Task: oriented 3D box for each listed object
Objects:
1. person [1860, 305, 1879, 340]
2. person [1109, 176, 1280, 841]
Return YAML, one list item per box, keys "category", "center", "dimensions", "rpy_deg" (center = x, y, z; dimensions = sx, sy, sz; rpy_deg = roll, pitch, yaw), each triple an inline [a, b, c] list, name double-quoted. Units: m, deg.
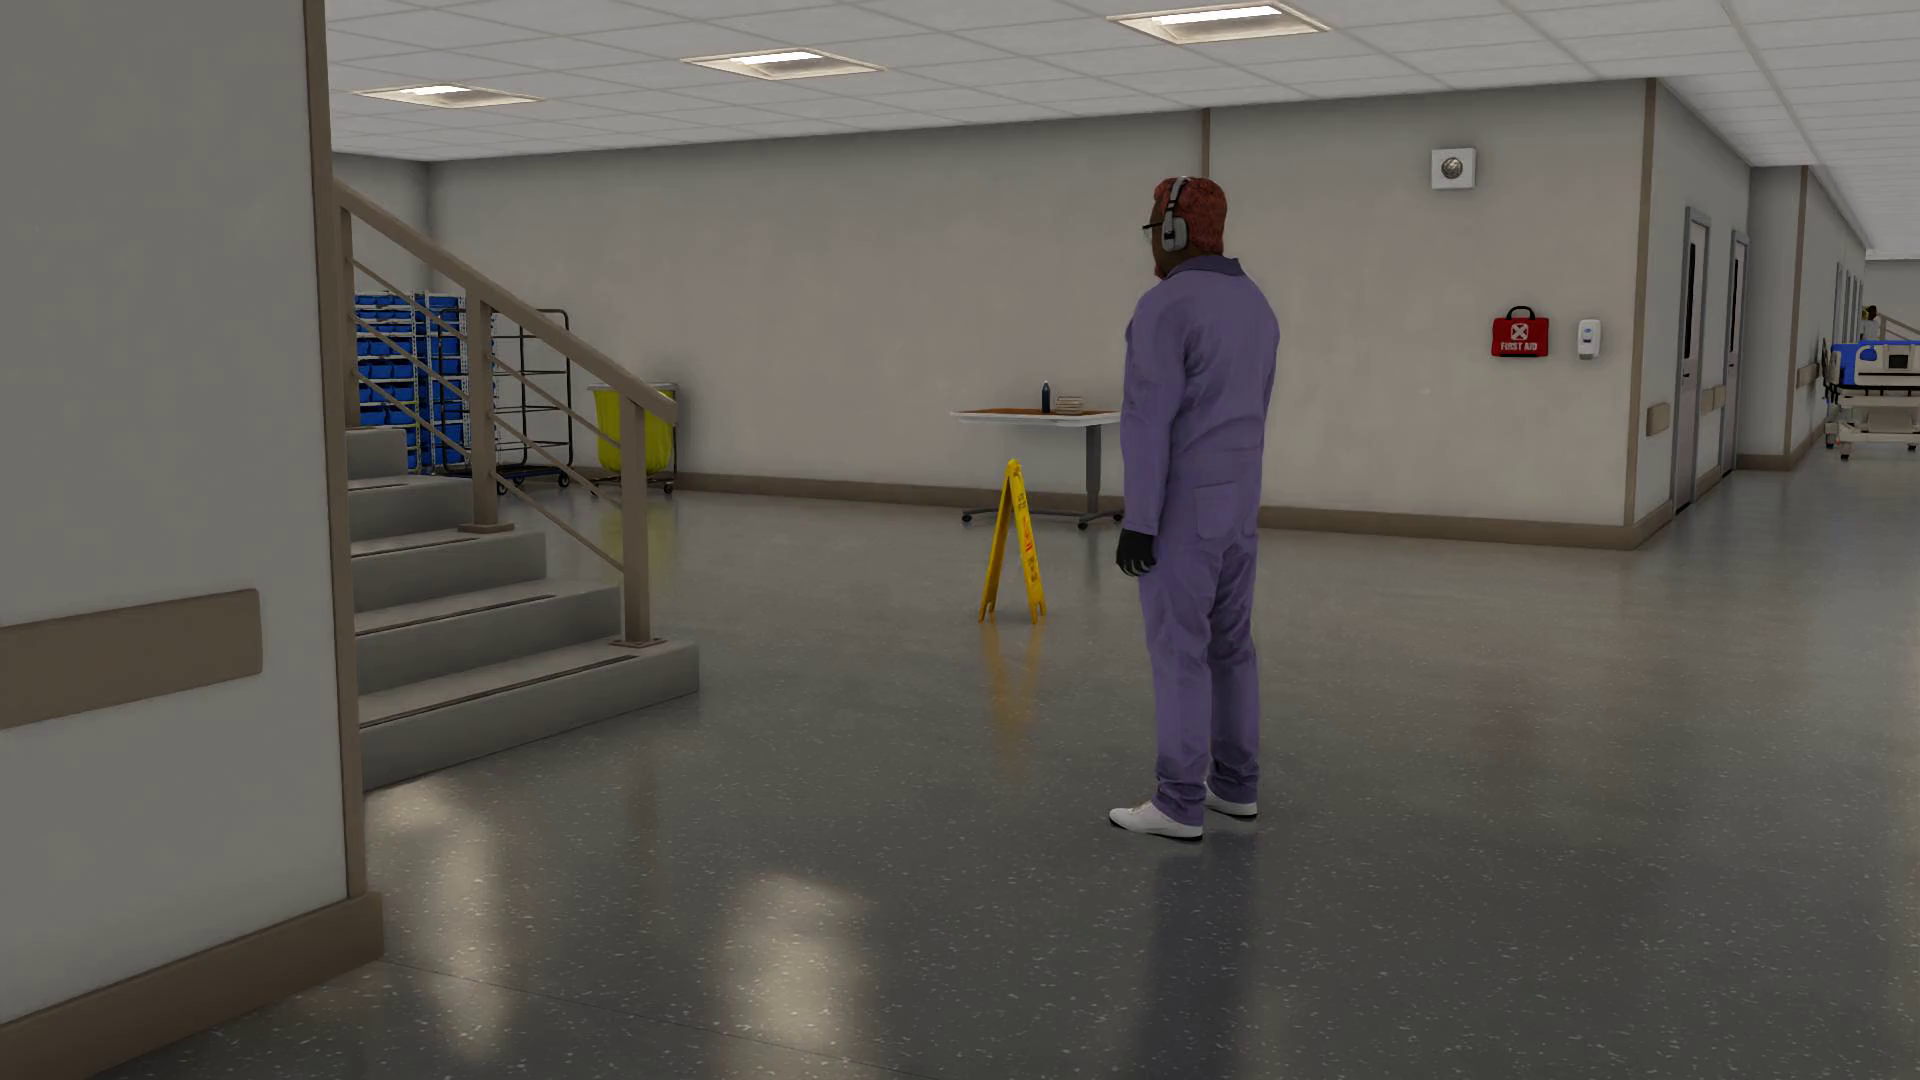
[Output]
- category: "person"
  center: [19.230, -4.025, 35.178]
  dimensions: [0.530, 1.871, 0.323]
  rpy_deg: [-2, 8, -19]
- category: "person"
  center: [0.663, -0.093, 4.843]
  dimensions: [0.398, 1.900, 0.634]
  rpy_deg: [6, 9, 37]
